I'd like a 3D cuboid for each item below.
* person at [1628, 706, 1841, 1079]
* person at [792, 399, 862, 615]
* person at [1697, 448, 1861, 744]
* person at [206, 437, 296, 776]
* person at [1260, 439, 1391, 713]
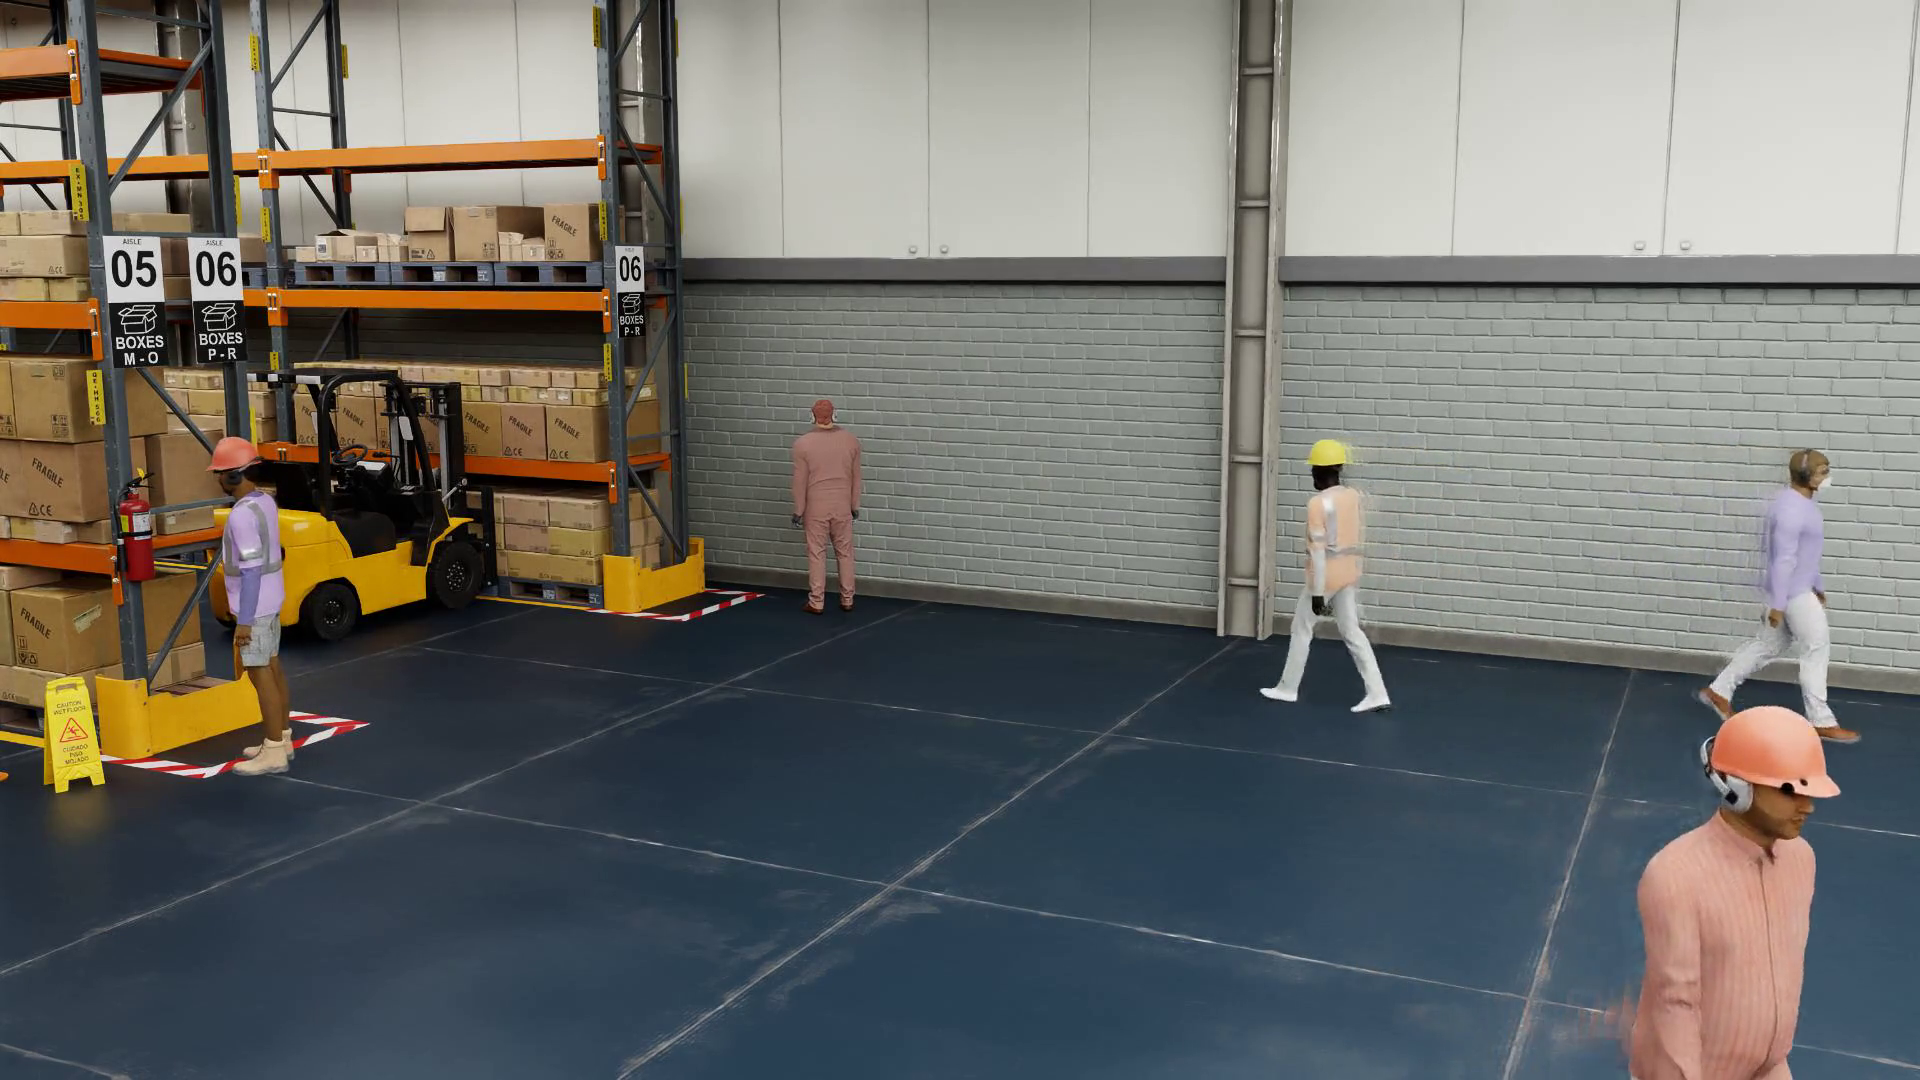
[{"bbox_3d":[2.001,1.394,4.153,0.619,1.955,0.953,-4,10,-23],"label":"person"},{"bbox_3d":[-1.182,-0.291,14.644,0.638,1.902,0.406,-4,10,-24],"label":"person"},{"bbox_3d":[5.366,0.334,10.824,0.944,1.905,0.629,5,10,27],"label":"person"},{"bbox_3d":[-4.274,0.395,10.004,0.394,2.039,0.614,-2,9,-10],"label":"person"},{"bbox_3d":[2.563,0.248,11.403,0.603,1.885,0.972,-9,13,-44],"label":"person"}]
